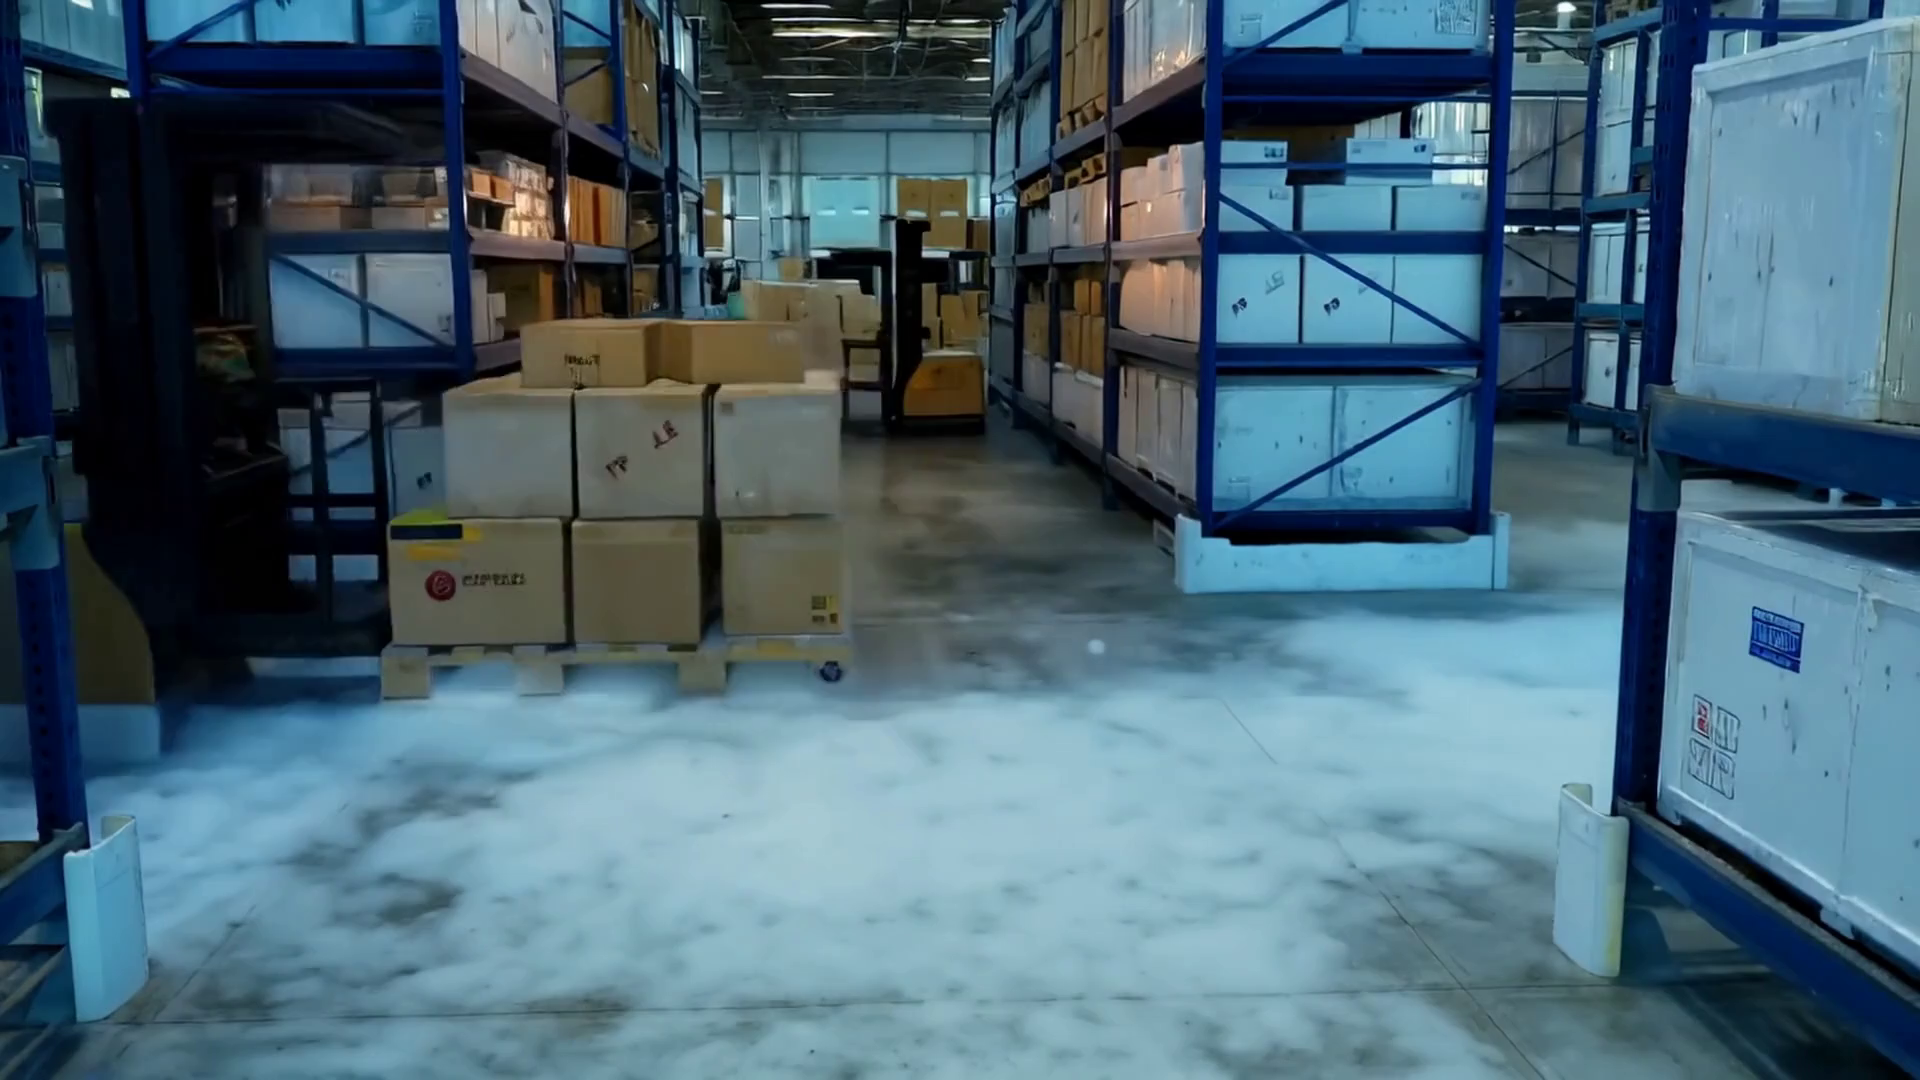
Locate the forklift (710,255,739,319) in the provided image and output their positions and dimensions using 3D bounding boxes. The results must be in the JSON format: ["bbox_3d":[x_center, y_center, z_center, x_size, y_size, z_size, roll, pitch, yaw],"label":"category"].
[{"bbox_3d":[-8.368,-8.713,59.038,1.129,2.768,1.873,-1,9,-4],"label":"forklift"}]

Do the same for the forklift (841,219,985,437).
[{"bbox_3d":[-0.640,-2.784,21.811,1.873,2.768,1.129,-1,9,-4],"label":"forklift"}]

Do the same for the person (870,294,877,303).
[{"bbox_3d":[-2.271,-5.661,43.818,0.439,1.625,0.520,3,10,18],"label":"person"}]

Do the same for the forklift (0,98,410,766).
[{"bbox_3d":[-3.559,-0.477,7.324,1.873,2.768,1.129,-1,9,-5],"label":"forklift"}]

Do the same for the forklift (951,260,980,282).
[{"bbox_3d":[0.137,-7.455,51.143,1.129,2.768,1.873,-2,9,-10],"label":"forklift"}]

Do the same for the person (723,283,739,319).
[{"bbox_3d":[-7.053,-6.936,50.992,1.014,1.884,0.635,0,9,1],"label":"person"}]

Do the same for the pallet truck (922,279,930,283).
[{"bbox_3d":[-0.932,-8.922,63.114,1.885,1.965,0.823,2,9,13],"label":"pallet truck"}]
